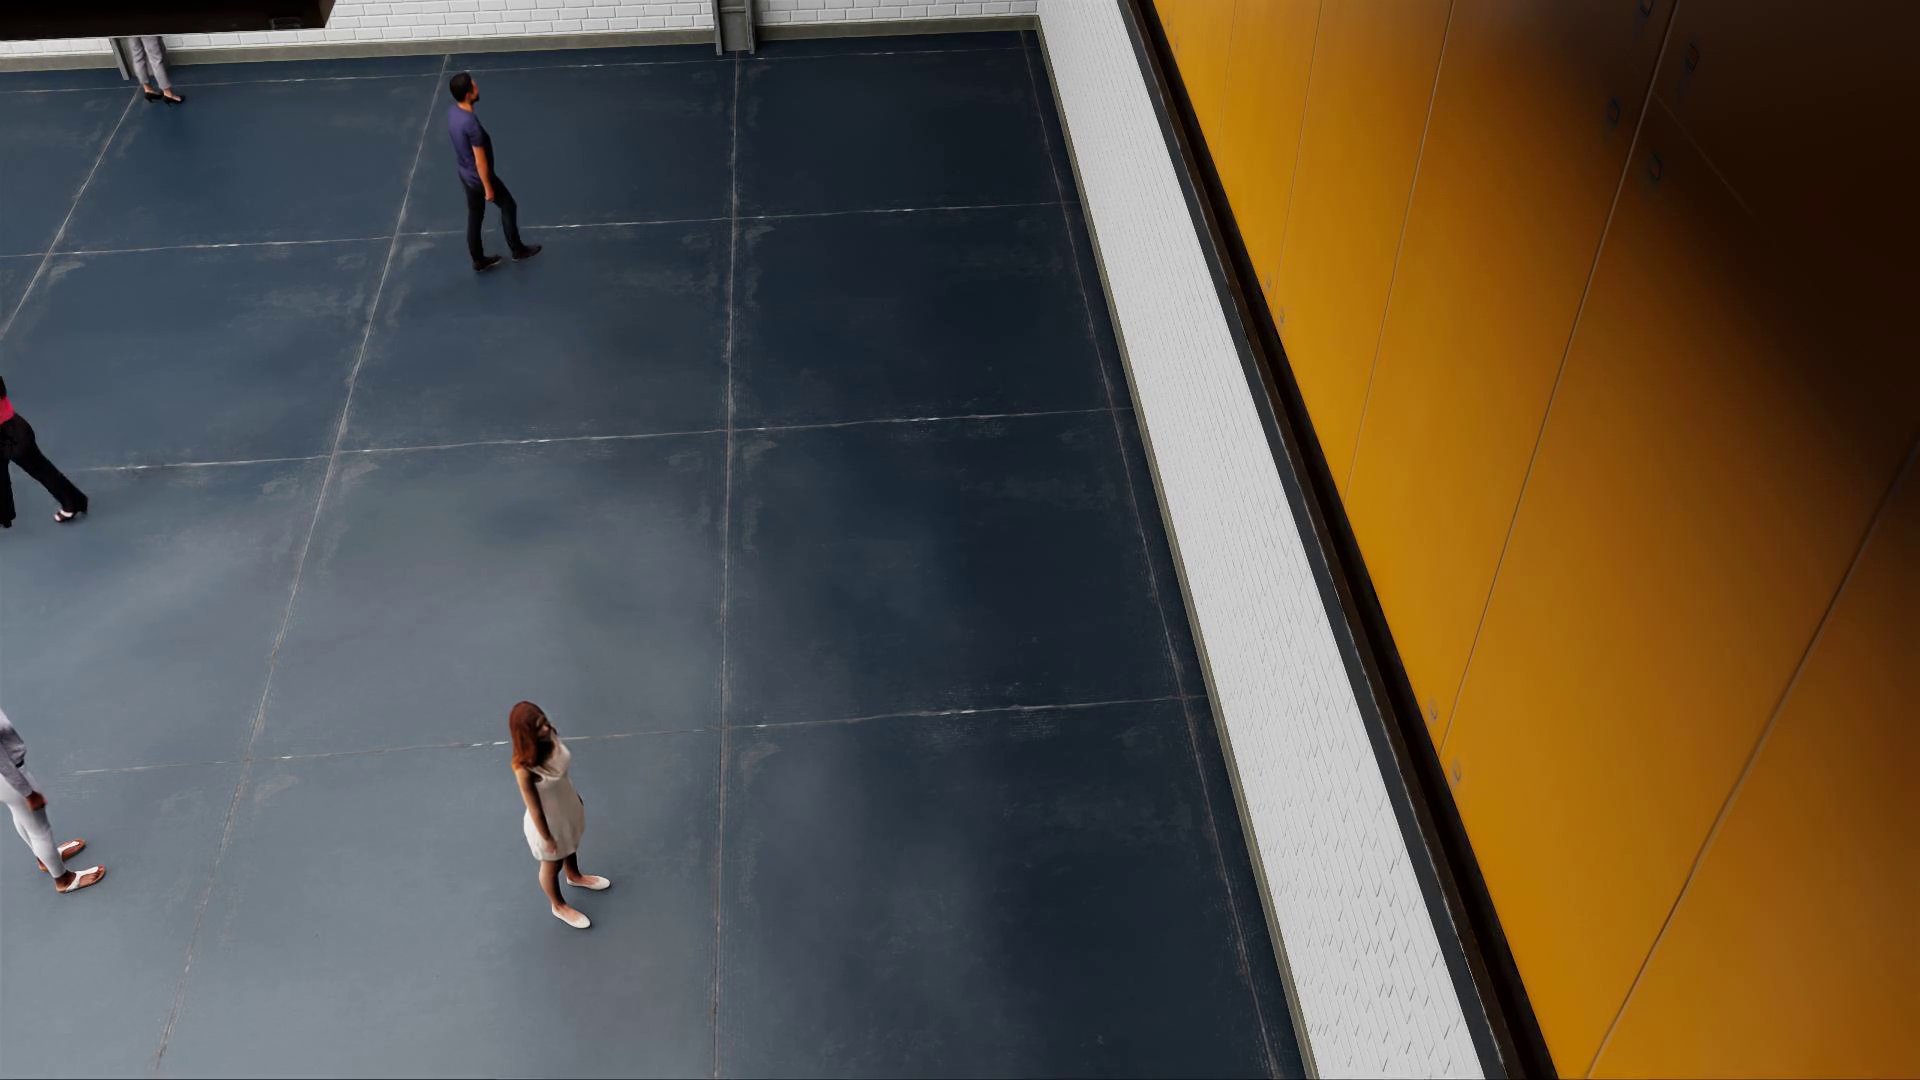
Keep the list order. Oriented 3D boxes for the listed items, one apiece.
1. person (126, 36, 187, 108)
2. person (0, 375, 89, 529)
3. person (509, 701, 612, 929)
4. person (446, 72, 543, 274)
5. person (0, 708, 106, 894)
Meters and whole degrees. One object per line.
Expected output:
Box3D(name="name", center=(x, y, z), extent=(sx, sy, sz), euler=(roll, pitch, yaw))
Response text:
Box3D(name="person", center=(-7.913, -4.970, 15.986), extent=(0.634, 1.676, 0.755), euler=(10, 45, 11))
Box3D(name="person", center=(-6.544, -0.744, 11.580), extent=(1.048, 1.633, 0.920), euler=(-31, 52, -29))
Box3D(name="person", center=(-2.255, 1.487, 9.182), extent=(0.631, 1.712, 0.625), euler=(11, 45, 11))
Box3D(name="person", center=(-4.091, -3.001, 13.849), extent=(0.993, 1.771, 0.920), euler=(-32, 52, -29))
Box3D(name="person", center=(-5.332, 1.338, 9.329), extent=(0.705, 1.724, 0.672), euler=(-32, 52, -29))
